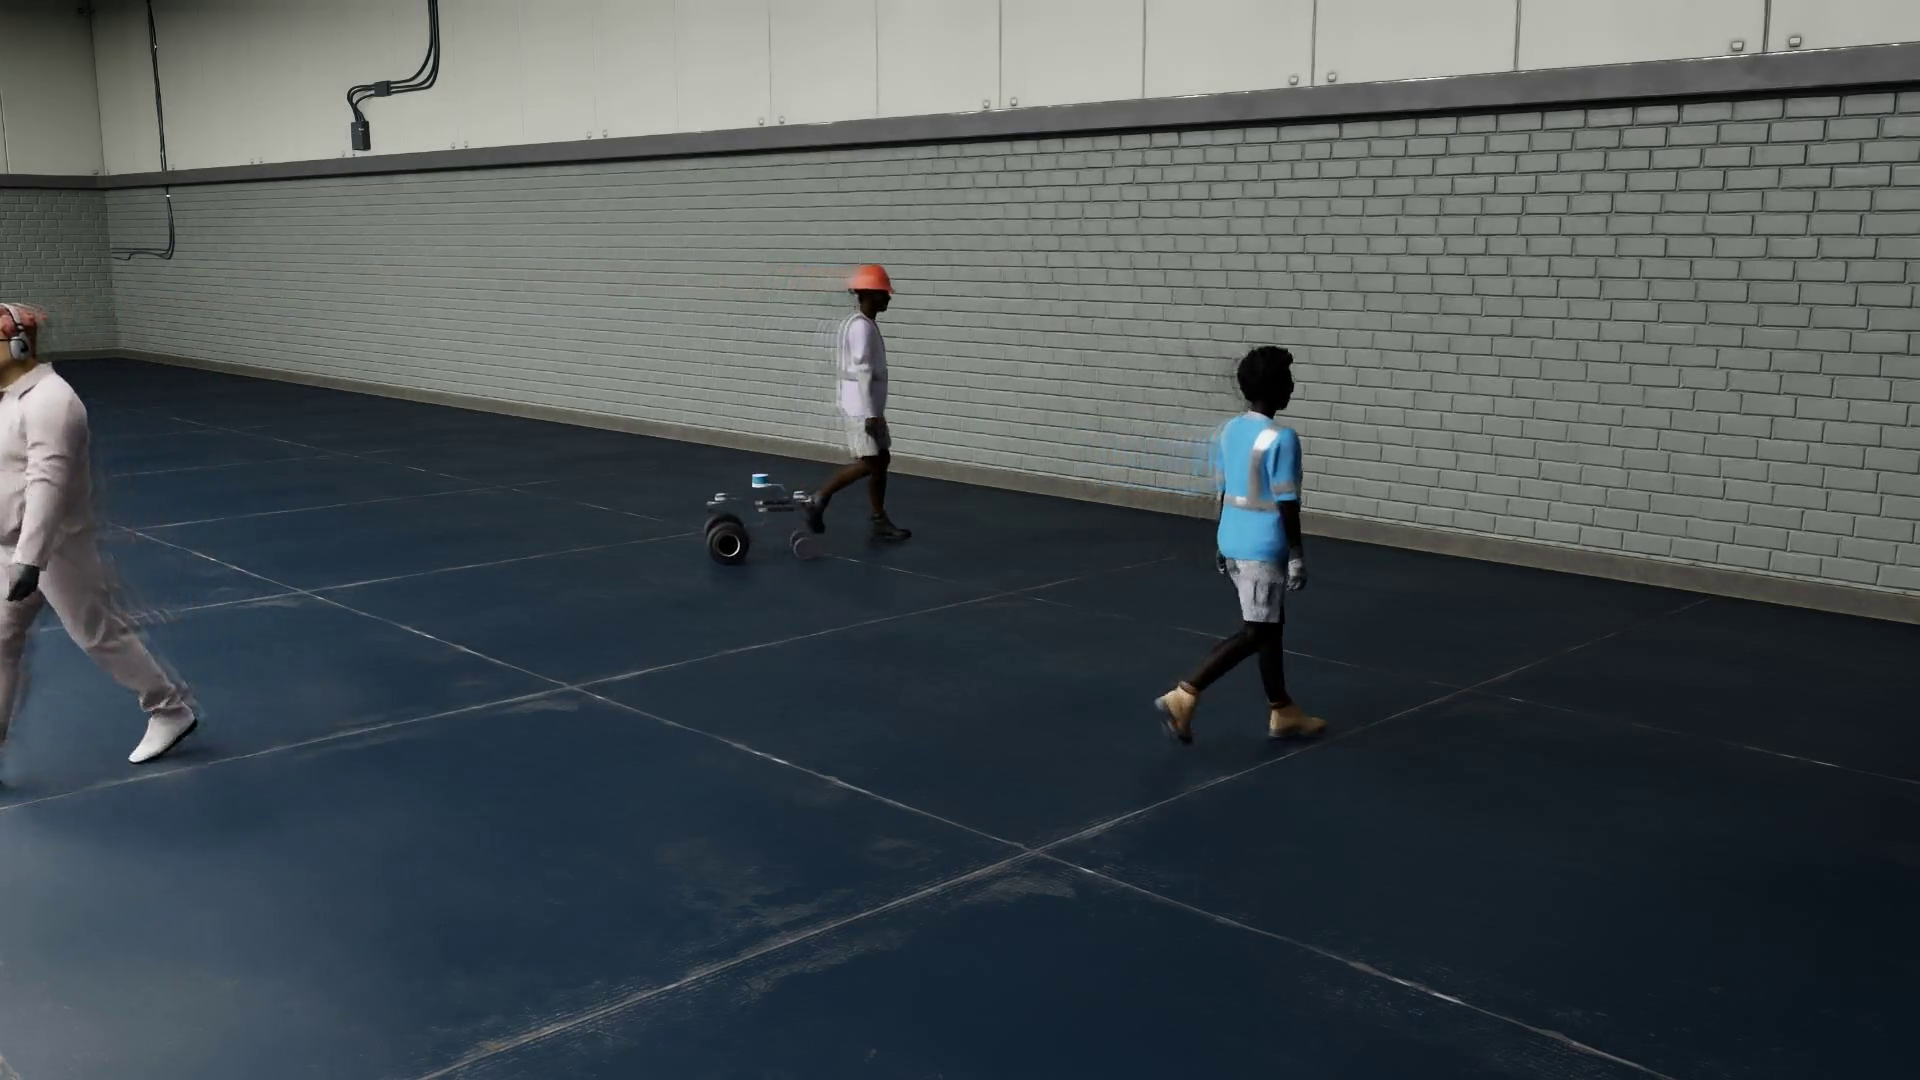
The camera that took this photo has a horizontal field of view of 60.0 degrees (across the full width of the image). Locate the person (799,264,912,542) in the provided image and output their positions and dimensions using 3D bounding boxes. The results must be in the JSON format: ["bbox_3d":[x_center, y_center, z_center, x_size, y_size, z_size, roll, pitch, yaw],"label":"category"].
[{"bbox_3d":[-0.719,-0.930,11.446,0.690,1.917,0.554,1,10,5],"label":"person"}]

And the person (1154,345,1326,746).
[{"bbox_3d":[1.176,0.033,6.851,0.769,1.674,0.534,-3,11,-14],"label":"person"}]

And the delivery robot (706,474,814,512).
[{"bbox_3d":[-1.319,-0.318,10.968,0.698,0.223,0.335,-2,11,-11],"label":"delivery robot"}]

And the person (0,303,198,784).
[{"bbox_3d":[-3.548,0.013,6.475,0.656,1.864,1.004,8,13,37],"label":"person"}]
